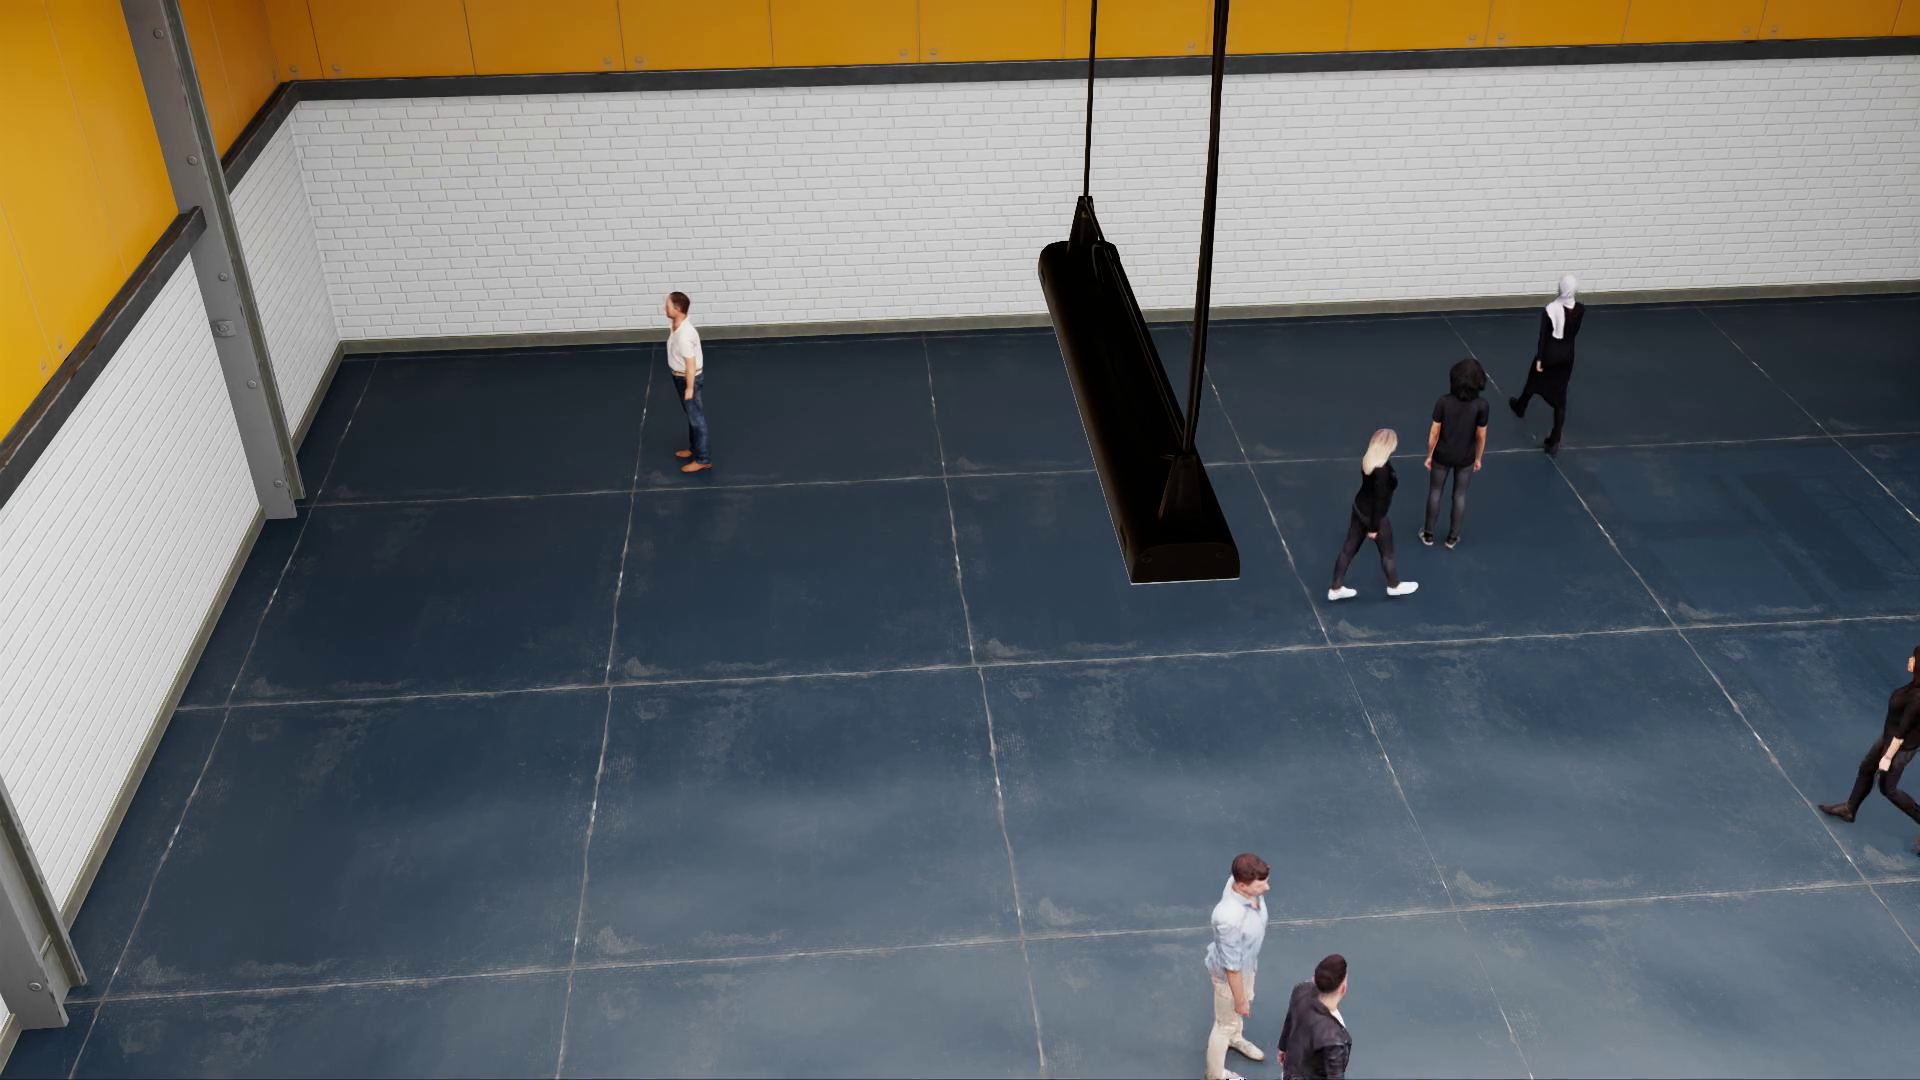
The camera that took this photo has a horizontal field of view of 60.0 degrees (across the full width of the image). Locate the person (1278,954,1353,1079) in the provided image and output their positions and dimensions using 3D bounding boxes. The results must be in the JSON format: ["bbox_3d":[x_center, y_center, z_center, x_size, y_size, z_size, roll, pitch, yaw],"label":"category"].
[{"bbox_3d":[1.814,3.015,9.100,0.800,1.785,1.090,-4,34,-5],"label":"person"}]

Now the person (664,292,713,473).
[{"bbox_3d":[-2.573,-1.534,15.880,0.757,1.855,0.574,-9,35,-13],"label":"person"}]

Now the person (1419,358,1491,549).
[{"bbox_3d":[4.377,-0.765,14.743,0.701,1.833,0.642,8,35,12],"label":"person"}]

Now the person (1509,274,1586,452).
[{"bbox_3d":[5.856,-1.697,16.243,0.595,1.726,1.145,-3,34,-4],"label":"person"}]

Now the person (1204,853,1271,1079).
[{"bbox_3d":[1.580,2.513,9.804,0.840,1.842,0.745,14,36,19],"label":"person"}]

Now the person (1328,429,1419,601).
[{"bbox_3d":[3.362,-0.181,14.024,0.743,1.657,0.956,-6,34,-9],"label":"person"}]

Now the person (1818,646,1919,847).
[{"bbox_3d":[6.622,1.459,11.593,1.001,1.618,1.019,19,38,26],"label":"person"}]
